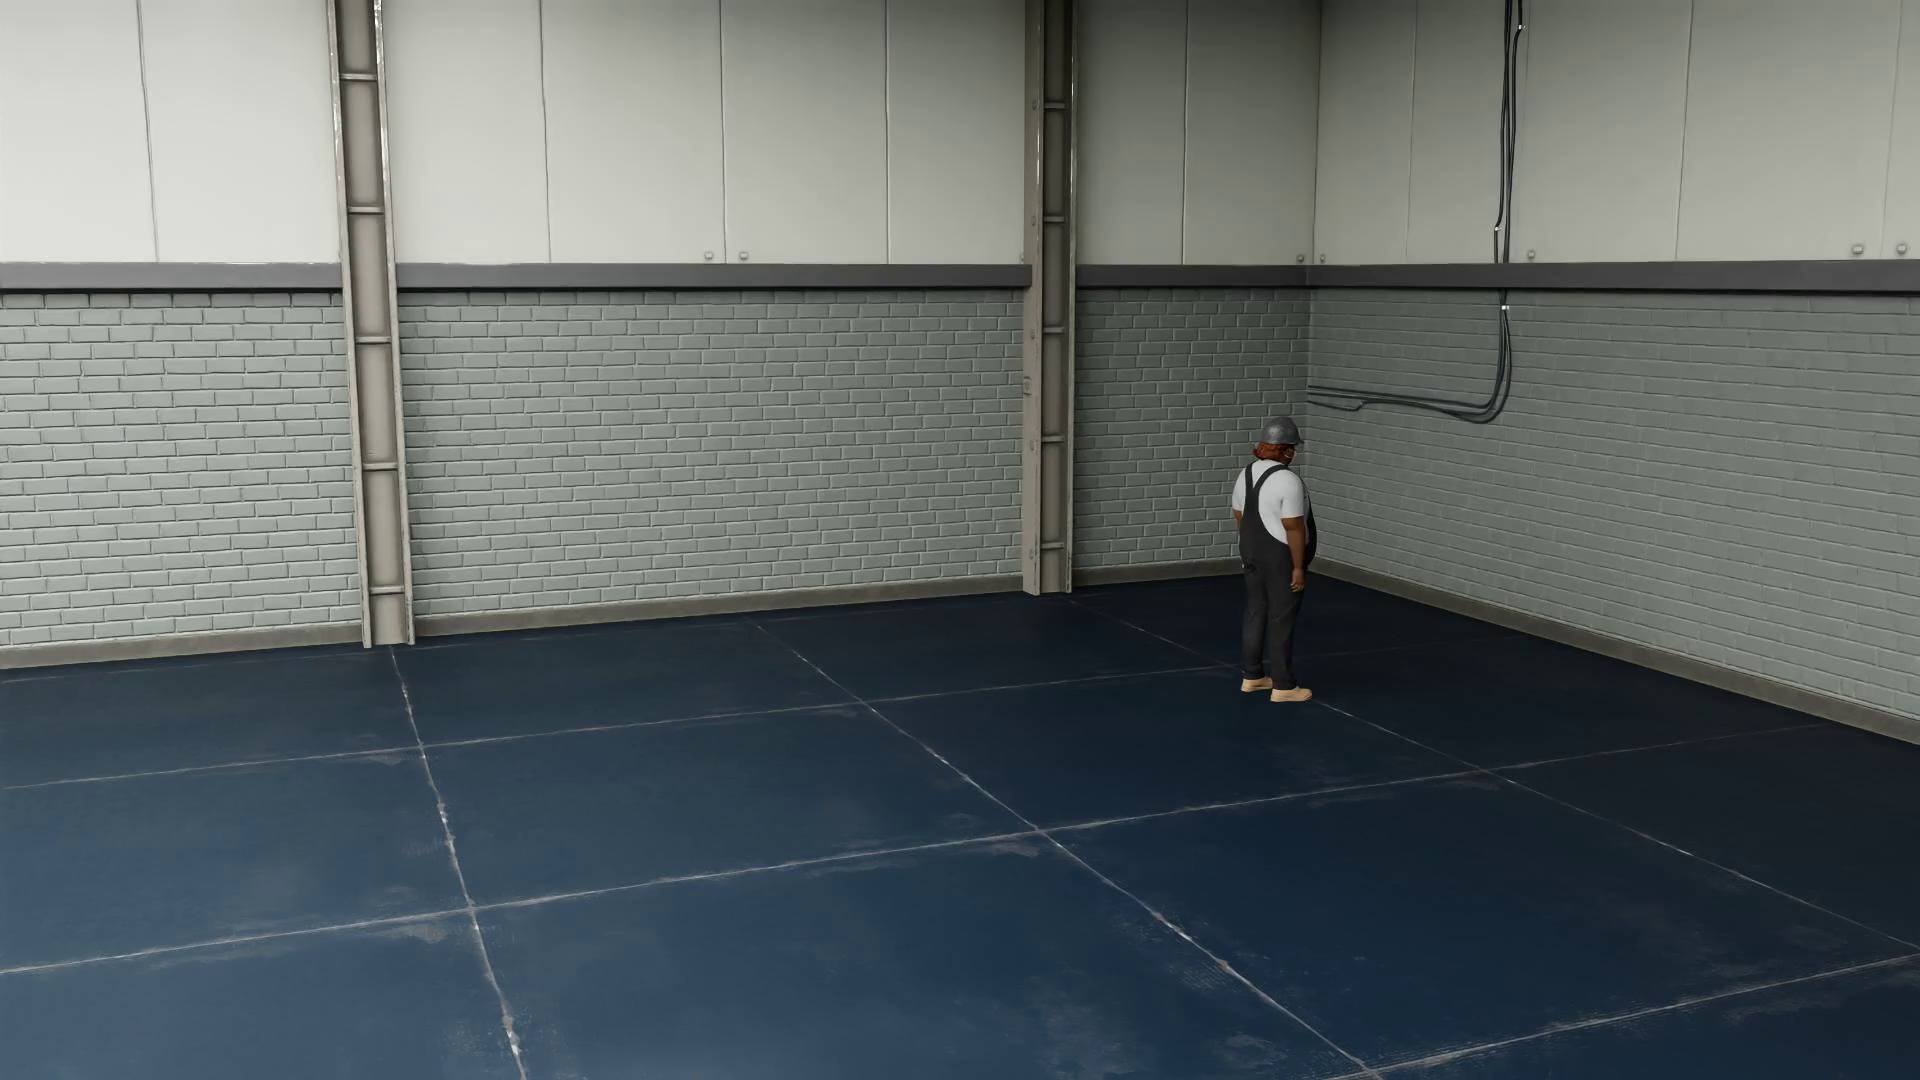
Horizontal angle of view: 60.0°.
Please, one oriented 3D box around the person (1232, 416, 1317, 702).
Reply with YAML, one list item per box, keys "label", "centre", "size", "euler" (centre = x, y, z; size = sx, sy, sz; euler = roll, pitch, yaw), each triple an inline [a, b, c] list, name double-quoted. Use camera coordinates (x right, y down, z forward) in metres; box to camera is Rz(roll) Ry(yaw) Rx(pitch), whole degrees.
- label: "person"
  centre: [2.295, 0.125, 11.934]
  size: [0.539, 2.000, 0.688]
  euler: [-5, 10, -26]
